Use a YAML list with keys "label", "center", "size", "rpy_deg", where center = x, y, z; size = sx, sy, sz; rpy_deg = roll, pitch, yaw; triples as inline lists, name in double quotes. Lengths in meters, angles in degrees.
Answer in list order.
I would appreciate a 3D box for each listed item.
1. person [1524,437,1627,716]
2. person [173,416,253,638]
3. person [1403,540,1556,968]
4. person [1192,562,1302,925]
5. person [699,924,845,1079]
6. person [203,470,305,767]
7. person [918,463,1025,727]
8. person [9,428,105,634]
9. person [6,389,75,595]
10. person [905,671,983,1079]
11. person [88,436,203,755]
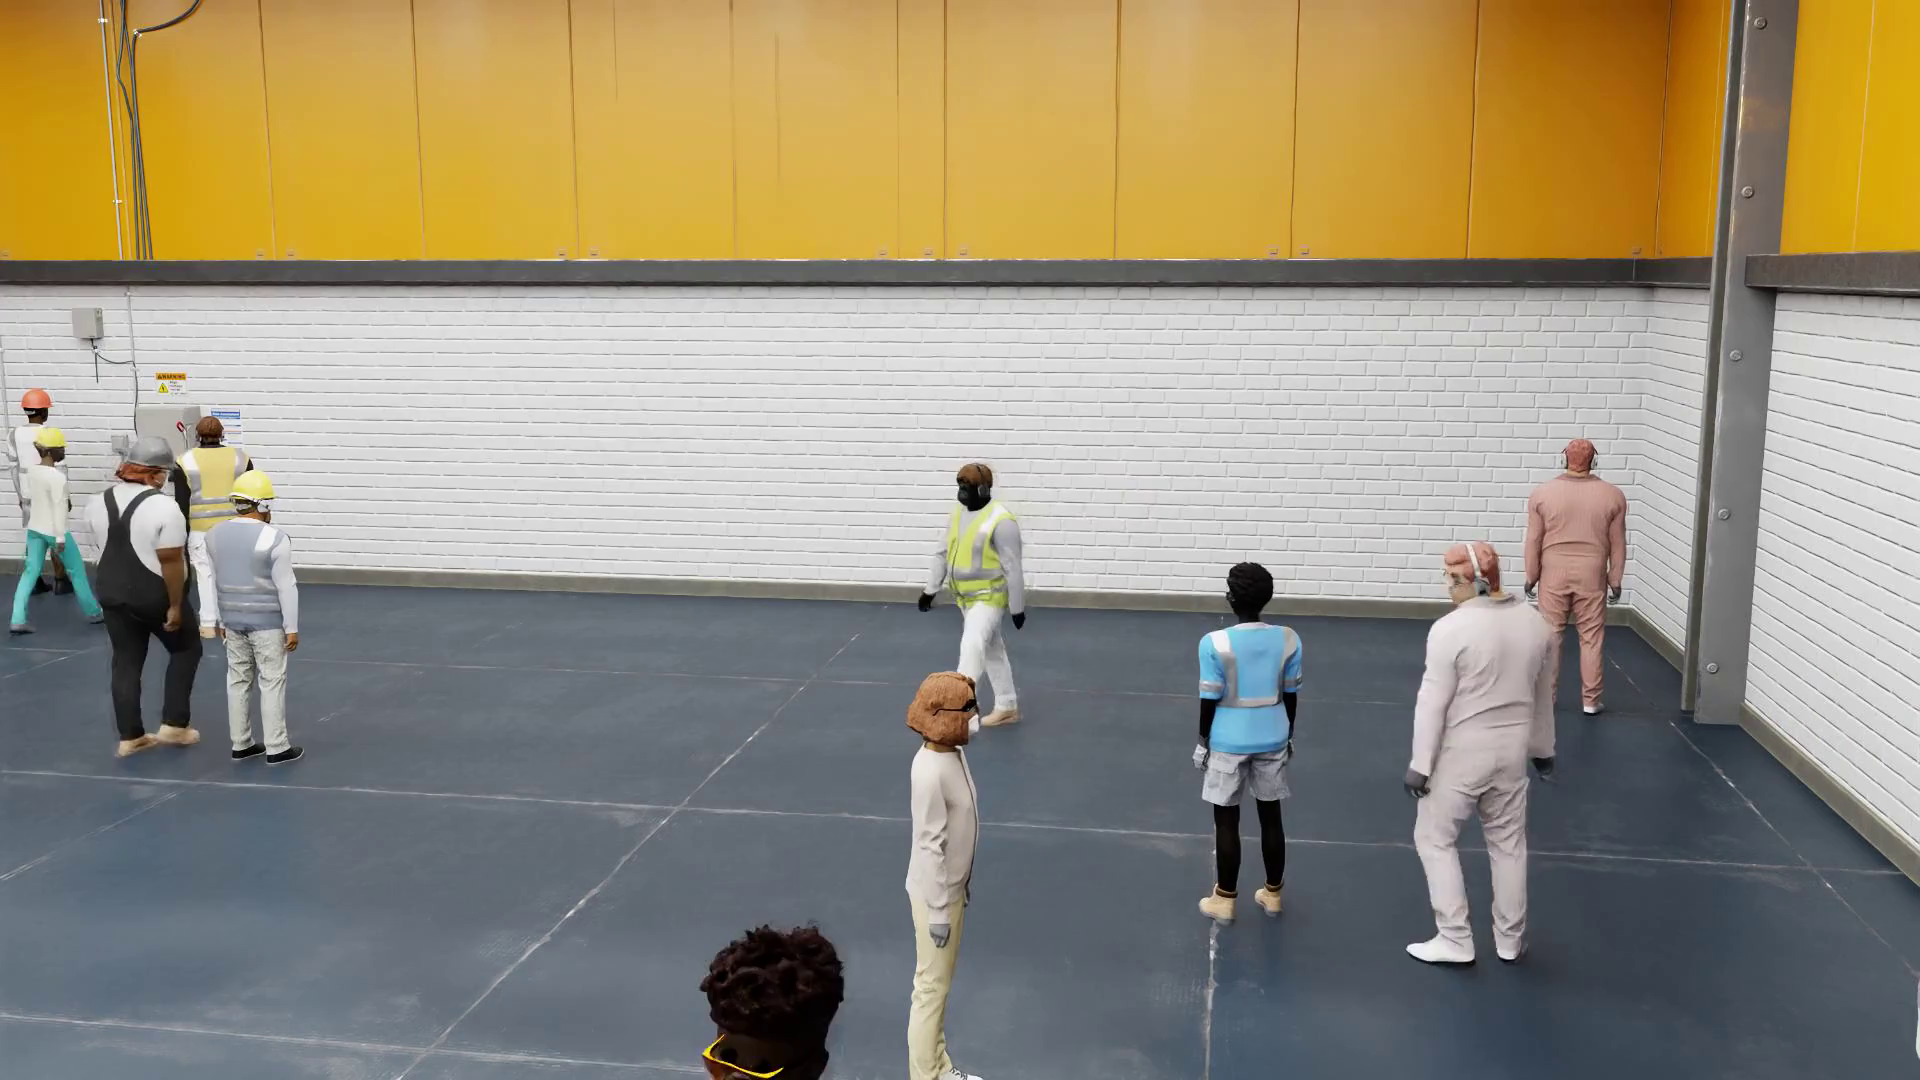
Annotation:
- label: "person"
  center: [4.198, 0.250, 11.376]
  size: [0.651, 1.904, 0.403]
  rpy_deg: [3, 10, 18]
- label: "person"
  center: [-6.170, -0.112, 13.799]
  size: [0.634, 1.842, 0.429]
  rpy_deg: [-7, 11, -36]
- label: "person"
  center: [2.263, 0.935, 7.220]
  size: [0.784, 1.889, 0.395]
  rpy_deg: [-4, 10, -23]
- label: "person"
  center: [1.331, 0.942, 7.745]
  size: [0.541, 1.696, 0.316]
  rpy_deg: [-3, 10, -18]
- label: "person"
  center: [-0.246, 1.588, 2.967]
  size: [0.609, 1.954, 0.527]
  rpy_deg: [6, 11, 34]
- label: "person"
  center: [-4.308, 0.482, 10.210]
  size: [0.586, 1.824, 0.404]
  rpy_deg: [2, 9, 14]
- label: "person"
  center: [0.050, 0.395, 10.822]
  size: [0.957, 1.794, 0.638]
  rpy_deg: [-5, 11, -30]
- label: "person"
  center: [-7.639, -0.084, 13.997]
  size: [0.536, 1.714, 0.908]
  rpy_deg: [5, 10, 28]
- label: "person"
  center: [-8.568, -0.443, 15.550]
  size: [0.542, 1.938, 0.357]
  rpy_deg: [1, 9, 6]
- label: "person"
  center: [-0.050, 1.265, 5.946]
  size: [0.284, 1.633, 0.497]
  rpy_deg: [1, 9, 7]
- label: "person"
  center: [-5.105, 0.326, 10.483]
  size: [0.696, 2.000, 0.584]
  rpy_deg: [2, 9, 12]
